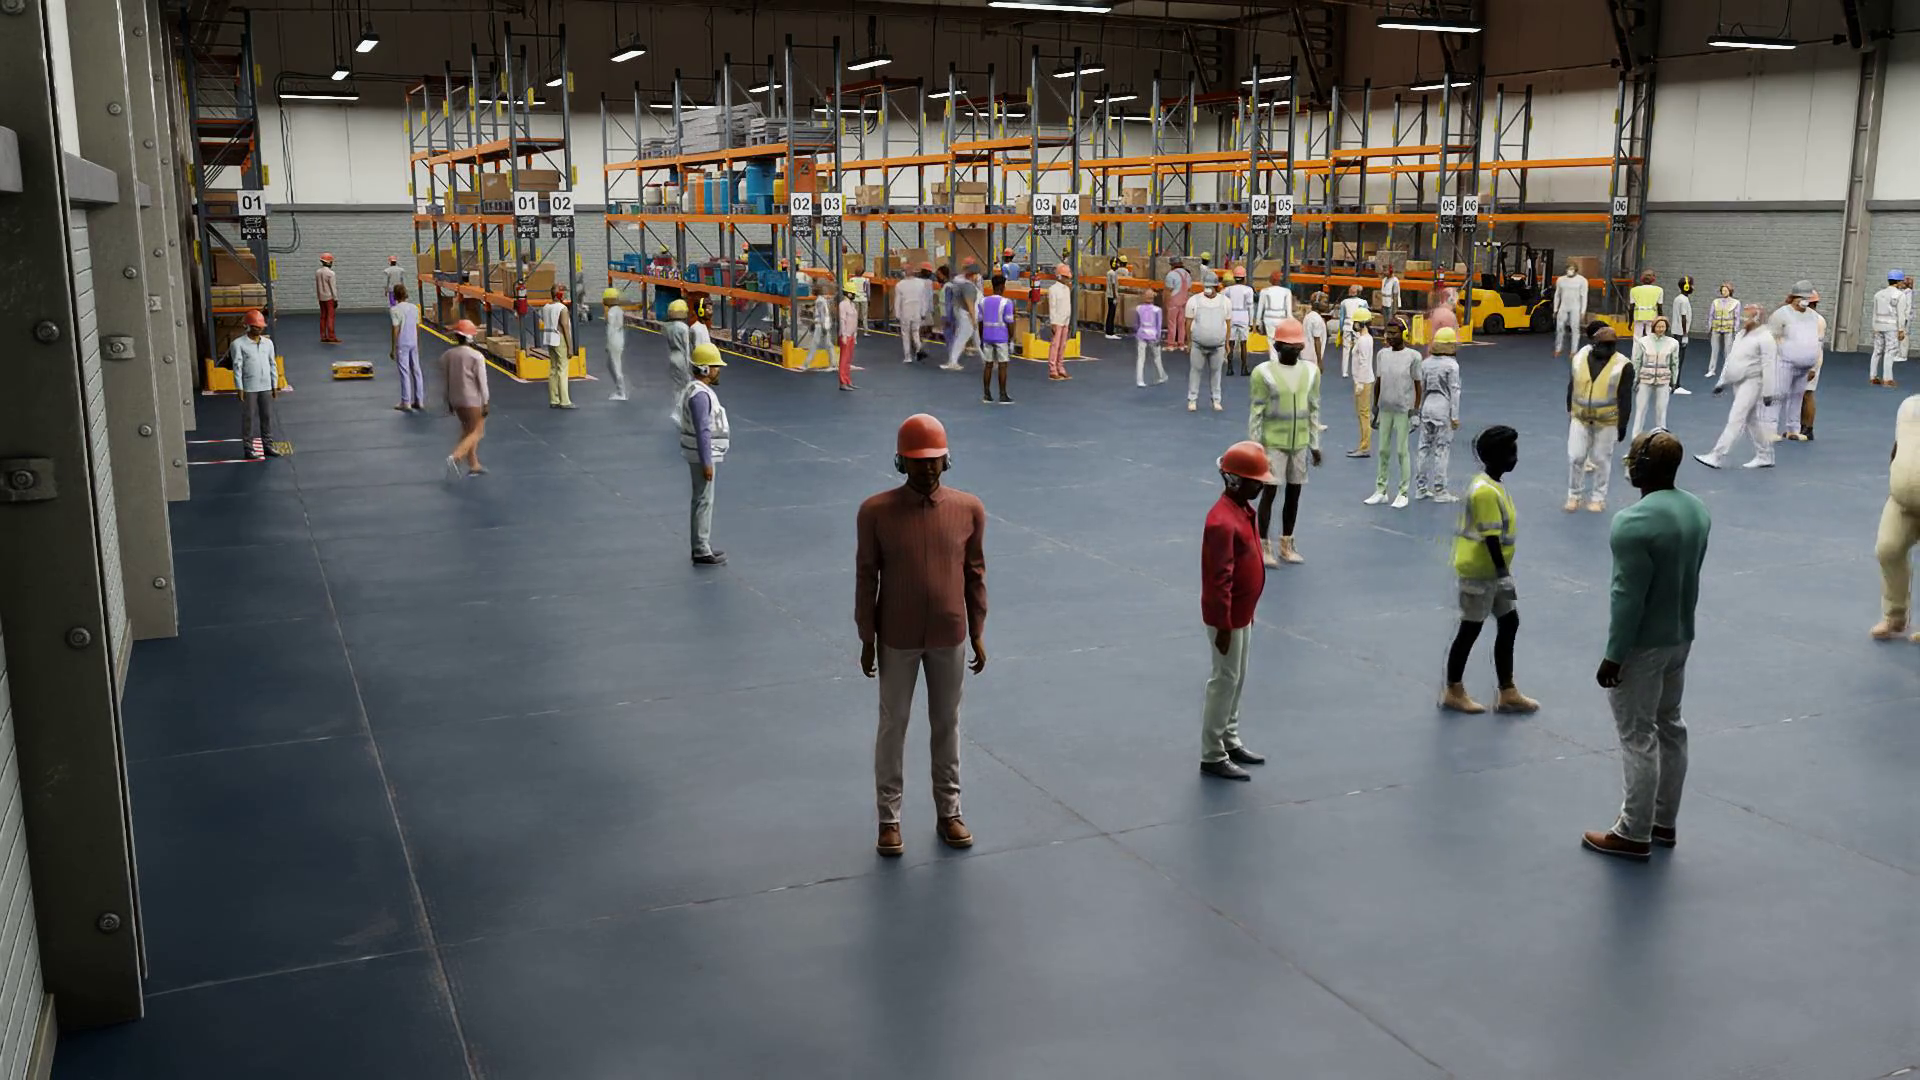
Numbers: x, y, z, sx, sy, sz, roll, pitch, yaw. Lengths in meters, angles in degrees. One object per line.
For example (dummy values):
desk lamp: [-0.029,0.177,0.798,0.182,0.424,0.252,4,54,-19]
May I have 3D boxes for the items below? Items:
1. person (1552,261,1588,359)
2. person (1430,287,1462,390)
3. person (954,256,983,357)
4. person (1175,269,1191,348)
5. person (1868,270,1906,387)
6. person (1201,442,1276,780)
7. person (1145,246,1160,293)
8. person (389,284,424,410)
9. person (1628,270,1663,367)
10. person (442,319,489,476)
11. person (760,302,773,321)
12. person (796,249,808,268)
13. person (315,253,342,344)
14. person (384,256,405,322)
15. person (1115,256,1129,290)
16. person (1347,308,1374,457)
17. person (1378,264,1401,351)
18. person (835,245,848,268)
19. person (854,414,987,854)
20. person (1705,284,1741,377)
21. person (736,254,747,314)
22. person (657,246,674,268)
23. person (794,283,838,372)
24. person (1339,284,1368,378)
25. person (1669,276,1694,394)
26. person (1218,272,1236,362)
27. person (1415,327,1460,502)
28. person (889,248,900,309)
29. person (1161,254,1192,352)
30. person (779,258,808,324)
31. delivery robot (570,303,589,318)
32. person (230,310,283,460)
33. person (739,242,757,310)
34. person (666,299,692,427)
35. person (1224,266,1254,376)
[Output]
person: [12.095,-4.555,32.995,0.648,1.930,0.375,8,14,36]
person: [6.510,-2.432,22.266,0.419,1.892,0.672,1,11,4]
person: [0.130,-4.700,33.506,0.613,2.017,0.821,-5,12,-23]
person: [4.752,-4.932,35.503,0.319,1.688,0.539,-2,11,-8]
person: [15.450,-3.515,27.667,0.415,1.939,0.611,-3,12,-14]
person: [1.414,0.356,8.498,0.352,1.738,0.574,4,12,20]
person: [4.897,-6.448,42.334,0.413,2.036,0.606,-3,12,-15]
person: [-8.141,-2.827,24.407,0.351,1.842,0.507,7,13,33]
person: [12.407,-3.956,30.131,0.565,1.846,0.389,4,12,22]
person: [-5.390,-1.529,18.083,0.570,1.732,0.627,5,12,26]
person: [-5.110,-6.743,44.253,0.431,1.885,0.687,-2,11,-9]
person: [-5.061,-8.280,52.380,0.575,1.739,0.348,-2,11,-11]
person: [-13.959,-5.329,36.759,0.622,1.990,0.405,7,13,32]
person: [-14.946,-6.634,43.974,0.561,1.753,0.332,-8,14,-36]
person: [4.238,-6.546,43.499,0.328,1.767,0.531,-8,14,-36]
person: [4.732,-1.858,19.677,0.327,1.767,0.533,3,12,16]
person: [8.953,-4.830,34.633,0.417,1.828,0.561,-2,11,-11]
person: [-3.592,-8.225,51.734,0.574,1.883,0.356,4,12,21]
person: [-0.169,0.421,7.508,0.612,1.995,0.382,-3,12,-15]
person: [13.394,-3.666,29.184,0.513,1.640,0.309,10,15,41]
person: [-6.231,-7.332,47.611,0.584,1.725,0.450,4,12,17]
person: [-8.791,-7.843,49.783,0.393,1.892,0.637,8,14,36]
person: [-2.603,-3.844,30.179,0.824,1.594,0.506,1,11,3]
person: [6.889,-3.650,29.110,0.513,1.637,0.313,8,14,34]
person: [11.552,-3.274,26.594,0.328,1.876,0.513,2,11,9]
person: [5.198,-4.328,32.309,0.503,1.724,0.463,-2,11,-10]
person: [4.813,-1.260,16.690,0.324,1.743,0.490,-7,13,-32]
person: [-1.821,-7.080,45.870,0.407,1.902,0.638,-5,12,-23]
person: [4.481,-4.956,34.720,0.686,2.000,0.535,-10,15,-42]
person: [-3.675,-5.273,36.692,0.604,1.901,0.757,-8,13,-34]
delivery robot: [-10.180,-6.179,44.482,0.477,0.478,0.707,-6,13,-28]
person: [-8.251,-1.820,19.538,0.349,1.743,0.564,7,13,32]
person: [-6.308,-7.853,49.488,0.611,2.030,0.410,3,12,15]
person: [-3.733,-2.369,22.352,0.341,1.730,0.511,-11,15,-43]
person: [4.936,-3.872,29.460,0.545,1.943,0.347,5,12,24]
